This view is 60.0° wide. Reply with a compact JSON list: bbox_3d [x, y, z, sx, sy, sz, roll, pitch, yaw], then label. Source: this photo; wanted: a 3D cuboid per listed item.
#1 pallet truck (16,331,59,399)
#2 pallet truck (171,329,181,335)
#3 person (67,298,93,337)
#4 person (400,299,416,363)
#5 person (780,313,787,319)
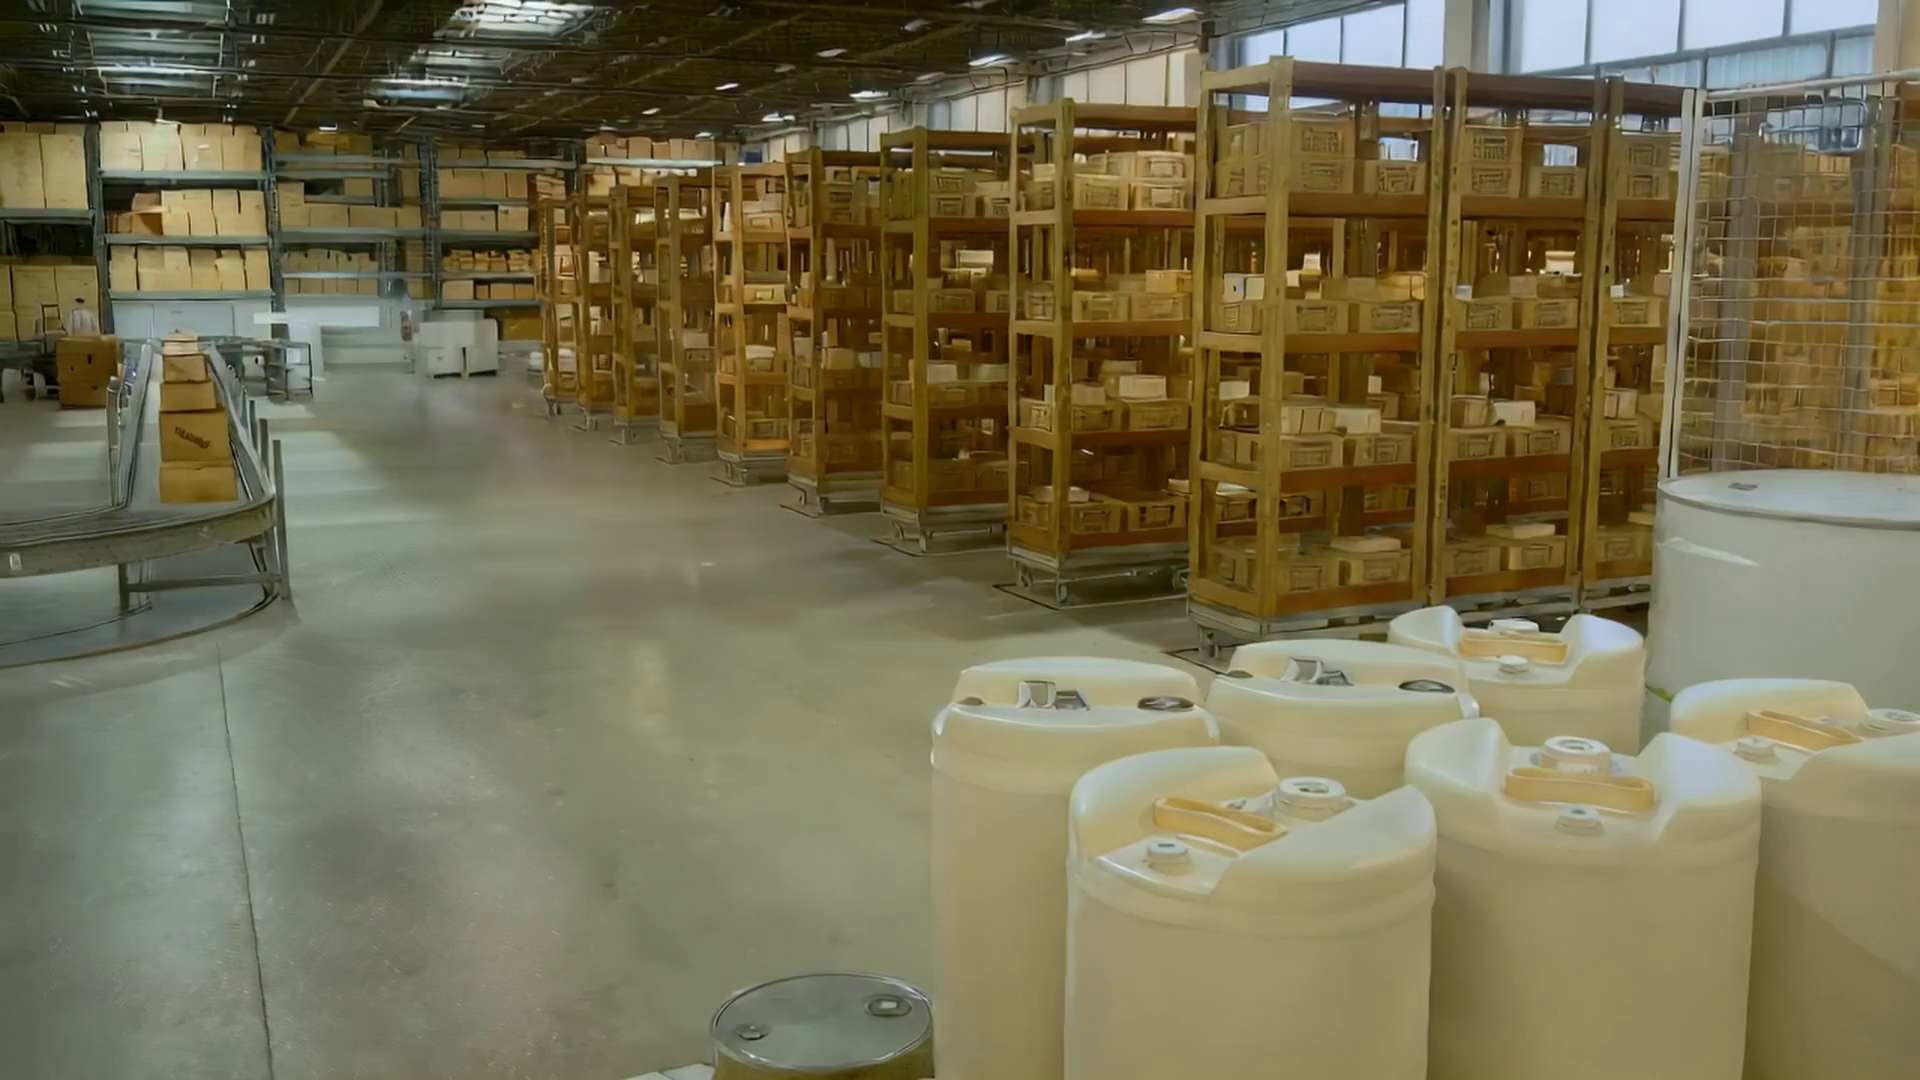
[{"bbox_3d":[-17.082,-3.353,31.781,1.630,1.274,0.653,-4,10,-25],"label":"pallet truck"},{"bbox_3d":[-17.275,-3.851,35.096,1.601,1.201,0.680,0,9,1],"label":"pallet truck"},{"bbox_3d":[-20.208,-4.647,38.214,0.404,1.824,0.585,5,10,28],"label":"person"},{"bbox_3d":[-14.716,-5.564,44.259,0.317,1.700,0.538,-6,11,-34],"label":"person"},{"bbox_3d":[-3.082,-3.485,30.673,0.840,1.911,0.604,-3,10,-17],"label":"person"}]
